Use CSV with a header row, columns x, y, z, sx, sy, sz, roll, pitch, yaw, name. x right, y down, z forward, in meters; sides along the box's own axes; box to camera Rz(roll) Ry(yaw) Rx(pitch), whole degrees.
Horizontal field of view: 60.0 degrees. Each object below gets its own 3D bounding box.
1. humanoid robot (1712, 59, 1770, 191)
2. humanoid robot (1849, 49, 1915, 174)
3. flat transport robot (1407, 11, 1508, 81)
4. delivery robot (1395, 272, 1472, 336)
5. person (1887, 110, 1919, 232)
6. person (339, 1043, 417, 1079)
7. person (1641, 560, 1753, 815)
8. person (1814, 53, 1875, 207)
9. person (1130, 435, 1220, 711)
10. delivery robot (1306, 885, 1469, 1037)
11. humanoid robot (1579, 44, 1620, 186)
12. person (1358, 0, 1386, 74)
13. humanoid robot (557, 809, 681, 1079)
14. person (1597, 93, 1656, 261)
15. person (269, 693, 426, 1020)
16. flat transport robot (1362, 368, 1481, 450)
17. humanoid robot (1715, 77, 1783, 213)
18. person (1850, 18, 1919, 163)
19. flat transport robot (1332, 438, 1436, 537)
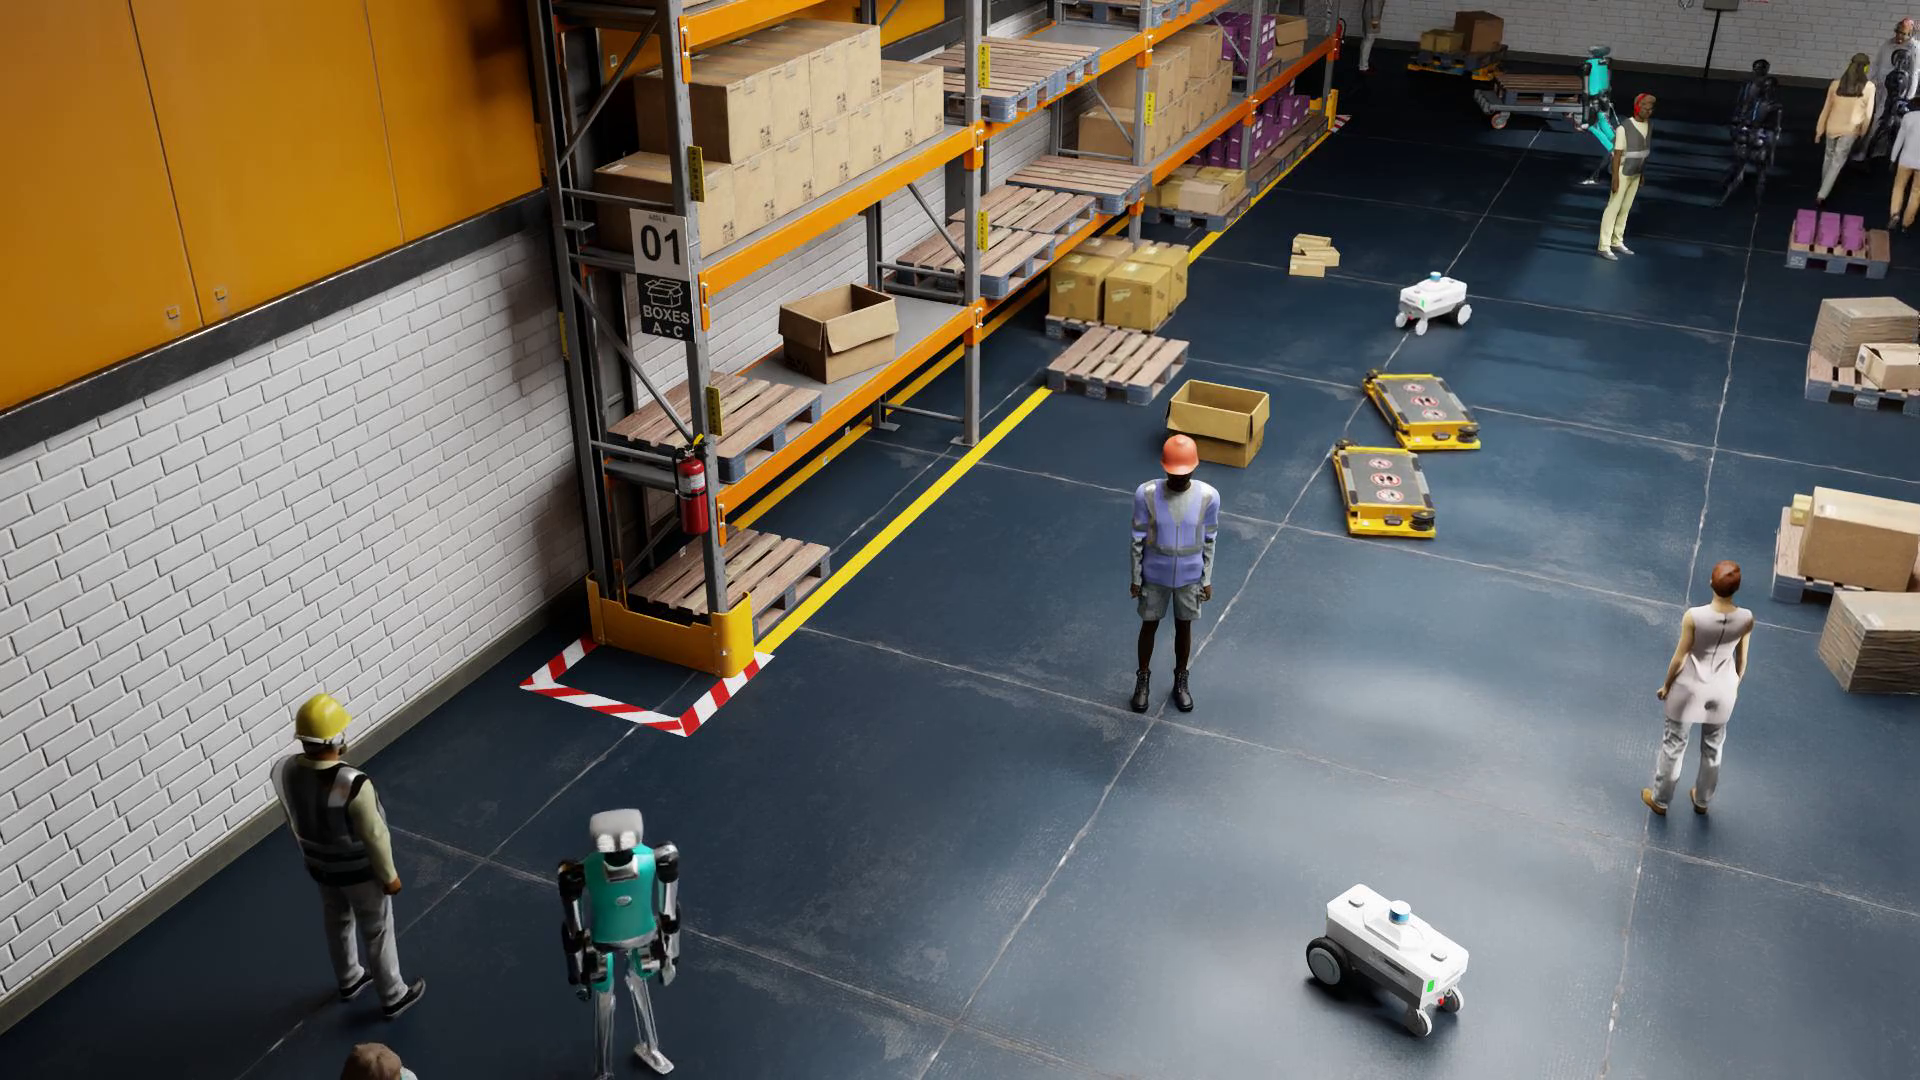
x,y,z,sx,sy,sz,roll,pitch,yaw,name
9.925,-5.239,21.009,0.754,1.633,0.588,-10,30,-18,humanoid robot
12.136,-5.511,21.536,0.740,1.646,0.605,9,30,16,humanoid robot
8.064,-7.674,26.958,1.431,0.231,0.659,22,35,35,flat transport robot
4.809,-2.432,16.929,0.785,0.587,0.499,-19,34,-31,delivery robot
11.178,-4.438,19.406,0.582,1.732,0.469,15,32,25,person
-2.210,2.584,6.471,0.352,1.657,0.571,12,31,21,person
4.292,0.871,9.648,0.442,1.656,0.286,1,28,3,person
10.839,-5.042,20.441,0.551,1.829,0.964,23,36,36,person
1.349,0.218,10.569,0.544,1.938,0.359,0,28,1,person
2.204,2.106,8.531,0.499,0.603,0.794,-21,35,-34,delivery robot
8.220,-5.302,21.013,0.596,1.768,0.870,-18,33,-30,humanoid robot
6.638,-8.417,26.708,0.365,1.824,0.514,2,28,4,person
-1.581,1.859,7.735,0.545,1.763,0.775,-9,30,-17,humanoid robot
7.470,-4.082,18.638,0.565,1.844,0.390,-20,34,-32,person
-3.019,1.563,8.199,0.595,1.824,0.403,12,31,21,person
4.122,-1.178,14.913,0.659,0.231,1.431,-1,28,-3,flat transport robot
9.622,-4.784,20.169,0.578,1.652,0.606,-17,33,-29,humanoid robot
12.248,-5.971,22.101,0.798,1.877,0.682,-6,29,-10,person
3.434,-0.430,13.525,0.659,0.231,1.431,3,28,5,flat transport robot
